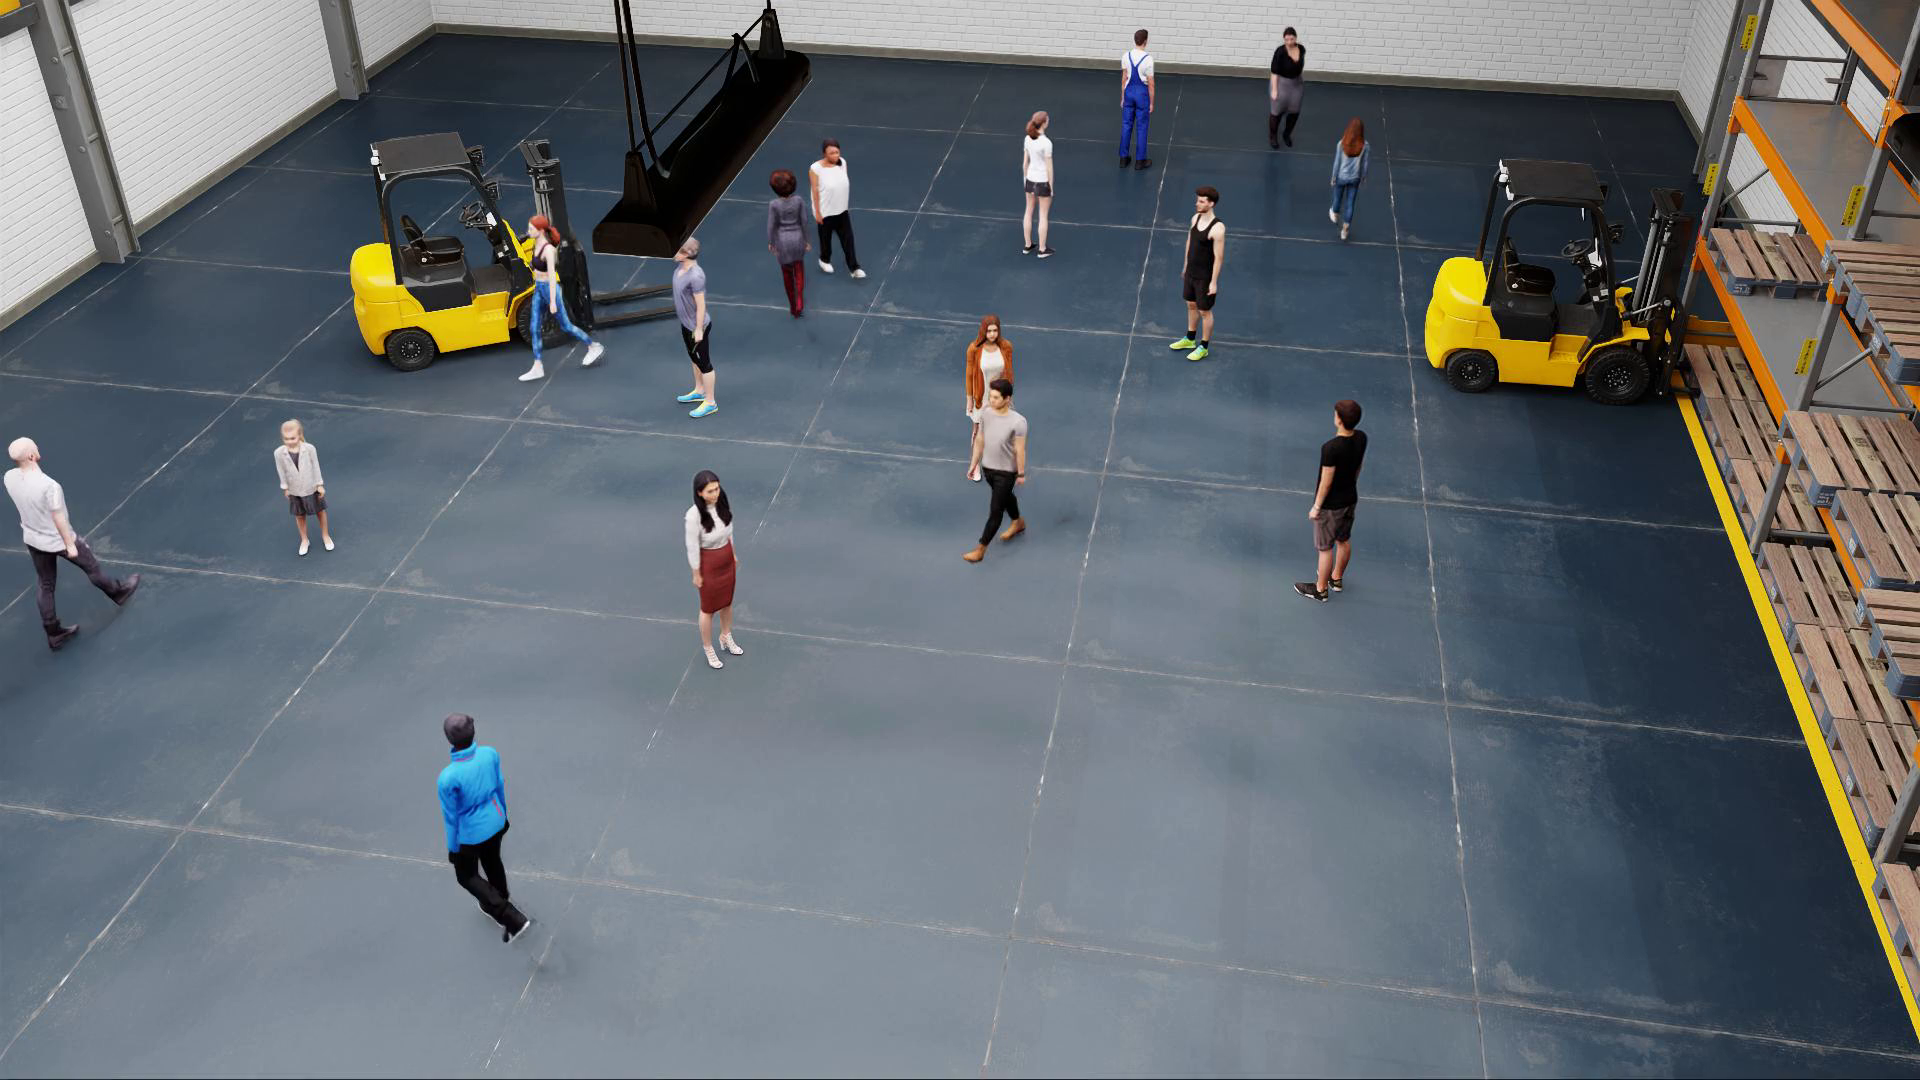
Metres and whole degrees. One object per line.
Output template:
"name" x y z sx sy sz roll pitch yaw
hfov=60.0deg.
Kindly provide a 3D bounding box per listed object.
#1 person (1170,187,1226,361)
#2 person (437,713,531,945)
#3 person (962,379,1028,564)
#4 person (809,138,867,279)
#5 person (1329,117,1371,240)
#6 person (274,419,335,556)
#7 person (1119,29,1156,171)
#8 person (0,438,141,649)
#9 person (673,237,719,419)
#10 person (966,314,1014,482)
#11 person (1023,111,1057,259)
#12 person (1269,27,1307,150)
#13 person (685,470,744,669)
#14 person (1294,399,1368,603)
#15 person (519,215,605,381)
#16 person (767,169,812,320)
"person" 2.551 -2.823 17.517 0.832 1.892 0.748 -17 37 -24
"person" -2.992 1.873 10.550 0.883 1.783 0.894 20 38 27
"person" 0.409 -0.658 14.454 1.023 1.676 1.201 28 43 35
"person" -1.520 -3.866 19.302 1.046 1.652 1.103 -22 39 -29
"person" 4.736 -4.373 20.248 0.633 1.450 0.929 3 34 5
"person" -5.749 -0.480 14.547 0.591 1.277 0.630 -10 35 -14
"person" 2.349 -5.877 22.149 0.699 1.850 0.676 17 37 24
"person" -7.320 0.056 13.278 0.802 1.789 1.191 10 35 15
"person" -2.630 -2.147 16.509 0.819 1.883 0.723 -14 36 -20
"person" 0.278 -1.348 15.457 0.675 1.716 0.683 -6 34 -10
"person" 0.926 -4.229 19.758 0.654 1.752 0.685 25 41 32
"person" 4.434 -6.169 22.710 0.833 1.716 0.880 -16 37 -23
"person" -1.921 0.219 13.069 0.741 1.750 0.619 25 41 32
"person" 3.128 -0.332 13.797 0.759 1.861 0.832 -24 40 -31
"person" -4.150 -2.502 17.166 1.163 1.745 1.116 -21 39 -28
"person" -1.849 -3.212 18.278 0.720 1.698 0.741 -11 35 -16
